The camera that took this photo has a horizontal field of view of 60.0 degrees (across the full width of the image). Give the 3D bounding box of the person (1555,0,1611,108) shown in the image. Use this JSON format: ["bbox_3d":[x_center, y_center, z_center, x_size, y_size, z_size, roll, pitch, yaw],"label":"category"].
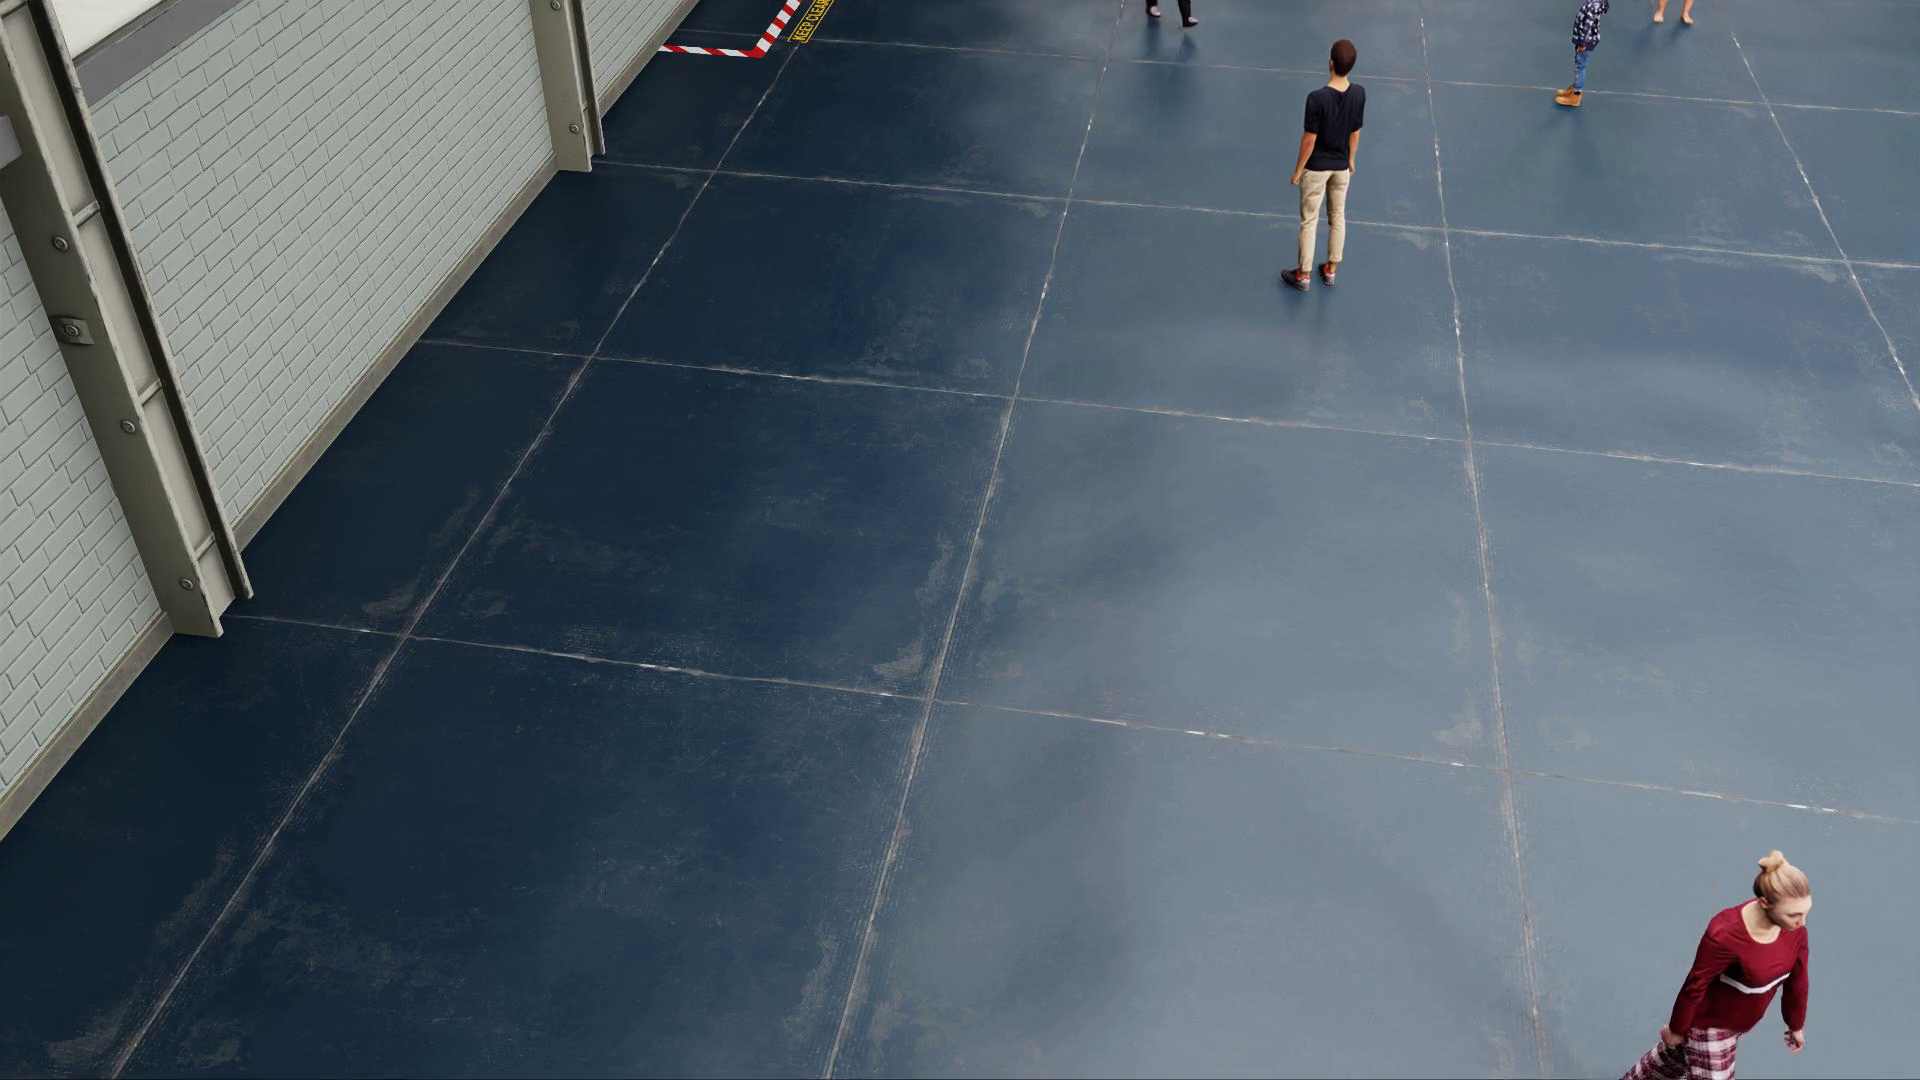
[{"bbox_3d":[5.551,-4.476,14.717,0.575,1.252,0.461,11,39,14],"label":"person"}]

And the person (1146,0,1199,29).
[{"bbox_3d":[2.000,-5.813,16.167,0.965,1.570,1.155,-12,40,-14],"label":"person"}]

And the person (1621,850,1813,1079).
[{"bbox_3d":[2.874,1.759,6.401,0.924,1.678,1.012,-19,42,-23],"label":"person"}]

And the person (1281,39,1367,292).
[{"bbox_3d":[2.631,-2.673,11.919,0.715,1.859,0.704,-12,40,-15],"label":"person"}]
